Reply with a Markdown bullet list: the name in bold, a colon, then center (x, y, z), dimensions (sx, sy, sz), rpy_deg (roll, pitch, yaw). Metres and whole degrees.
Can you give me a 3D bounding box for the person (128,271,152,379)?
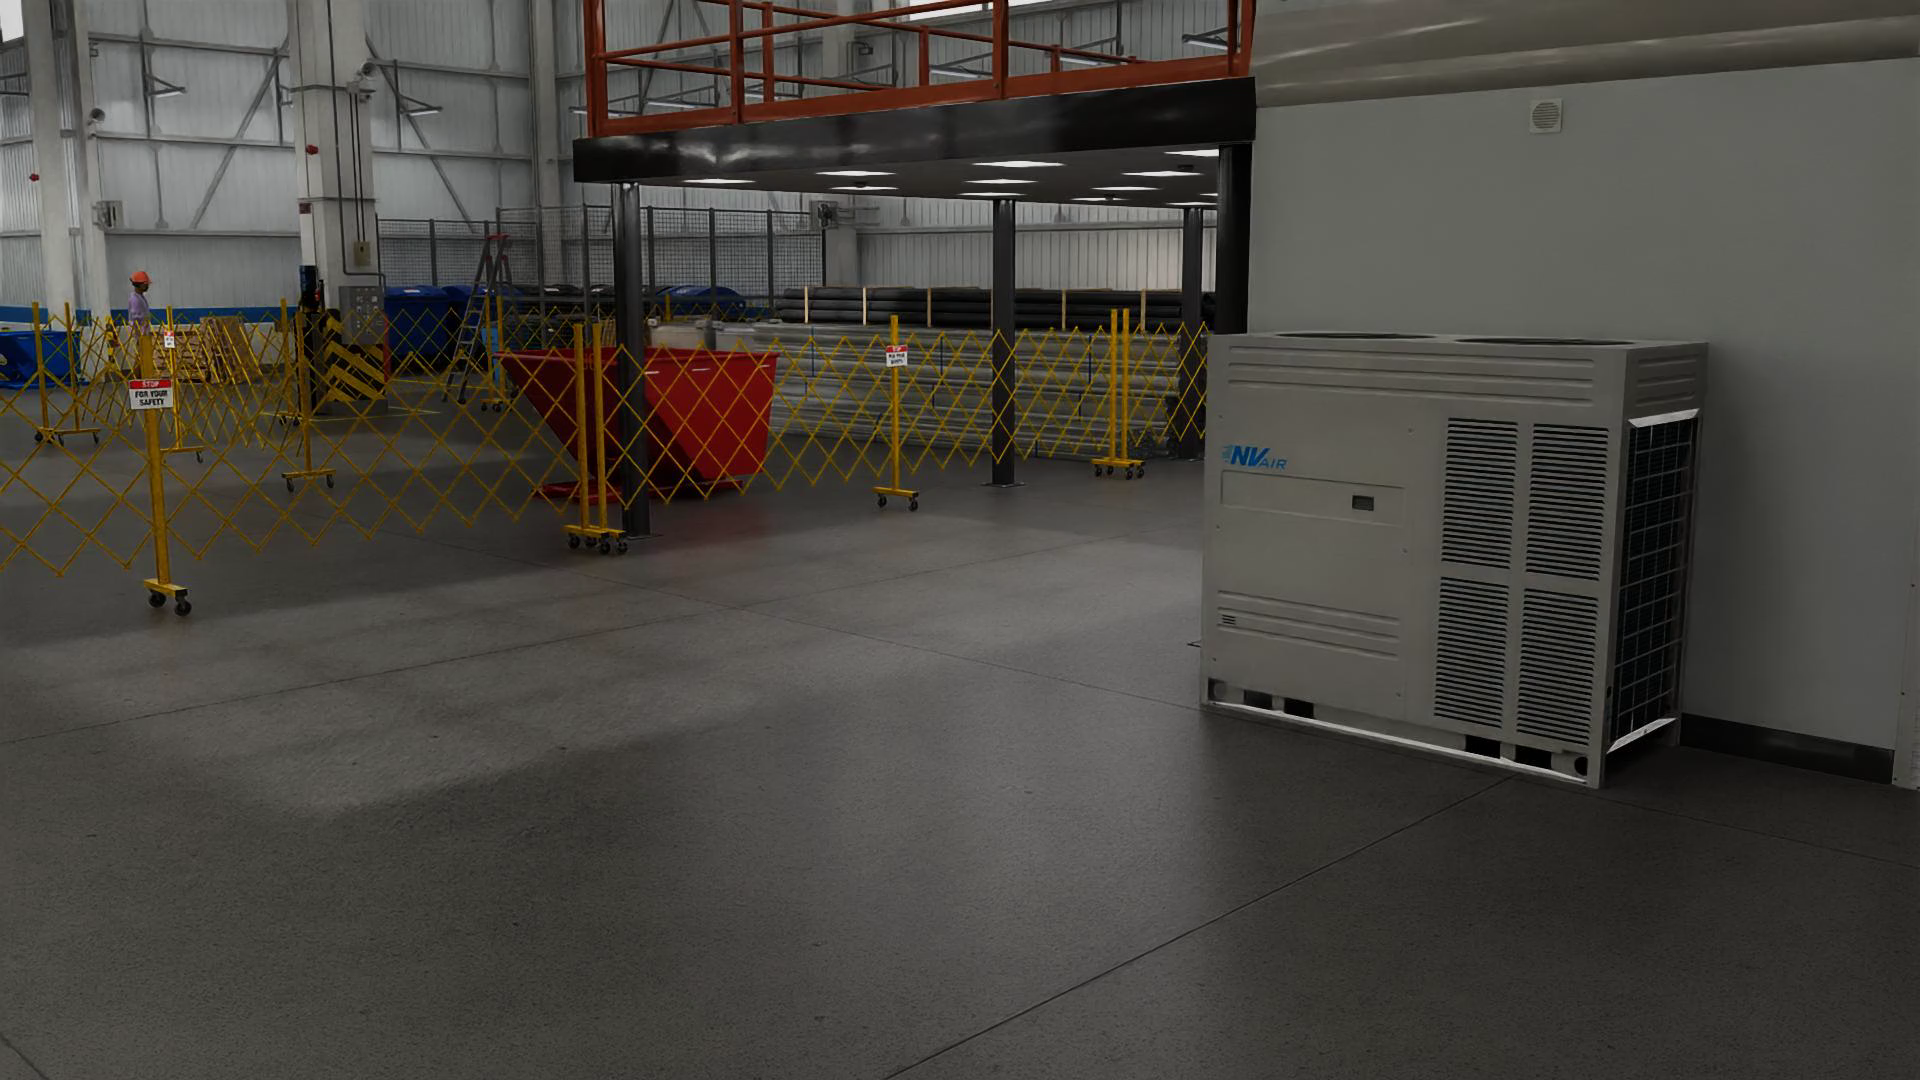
- **person**: center (-13.540, -3.426, 27.565), dimensions (0.417, 2.036, 0.601), rpy_deg (-3, 10, -17)
